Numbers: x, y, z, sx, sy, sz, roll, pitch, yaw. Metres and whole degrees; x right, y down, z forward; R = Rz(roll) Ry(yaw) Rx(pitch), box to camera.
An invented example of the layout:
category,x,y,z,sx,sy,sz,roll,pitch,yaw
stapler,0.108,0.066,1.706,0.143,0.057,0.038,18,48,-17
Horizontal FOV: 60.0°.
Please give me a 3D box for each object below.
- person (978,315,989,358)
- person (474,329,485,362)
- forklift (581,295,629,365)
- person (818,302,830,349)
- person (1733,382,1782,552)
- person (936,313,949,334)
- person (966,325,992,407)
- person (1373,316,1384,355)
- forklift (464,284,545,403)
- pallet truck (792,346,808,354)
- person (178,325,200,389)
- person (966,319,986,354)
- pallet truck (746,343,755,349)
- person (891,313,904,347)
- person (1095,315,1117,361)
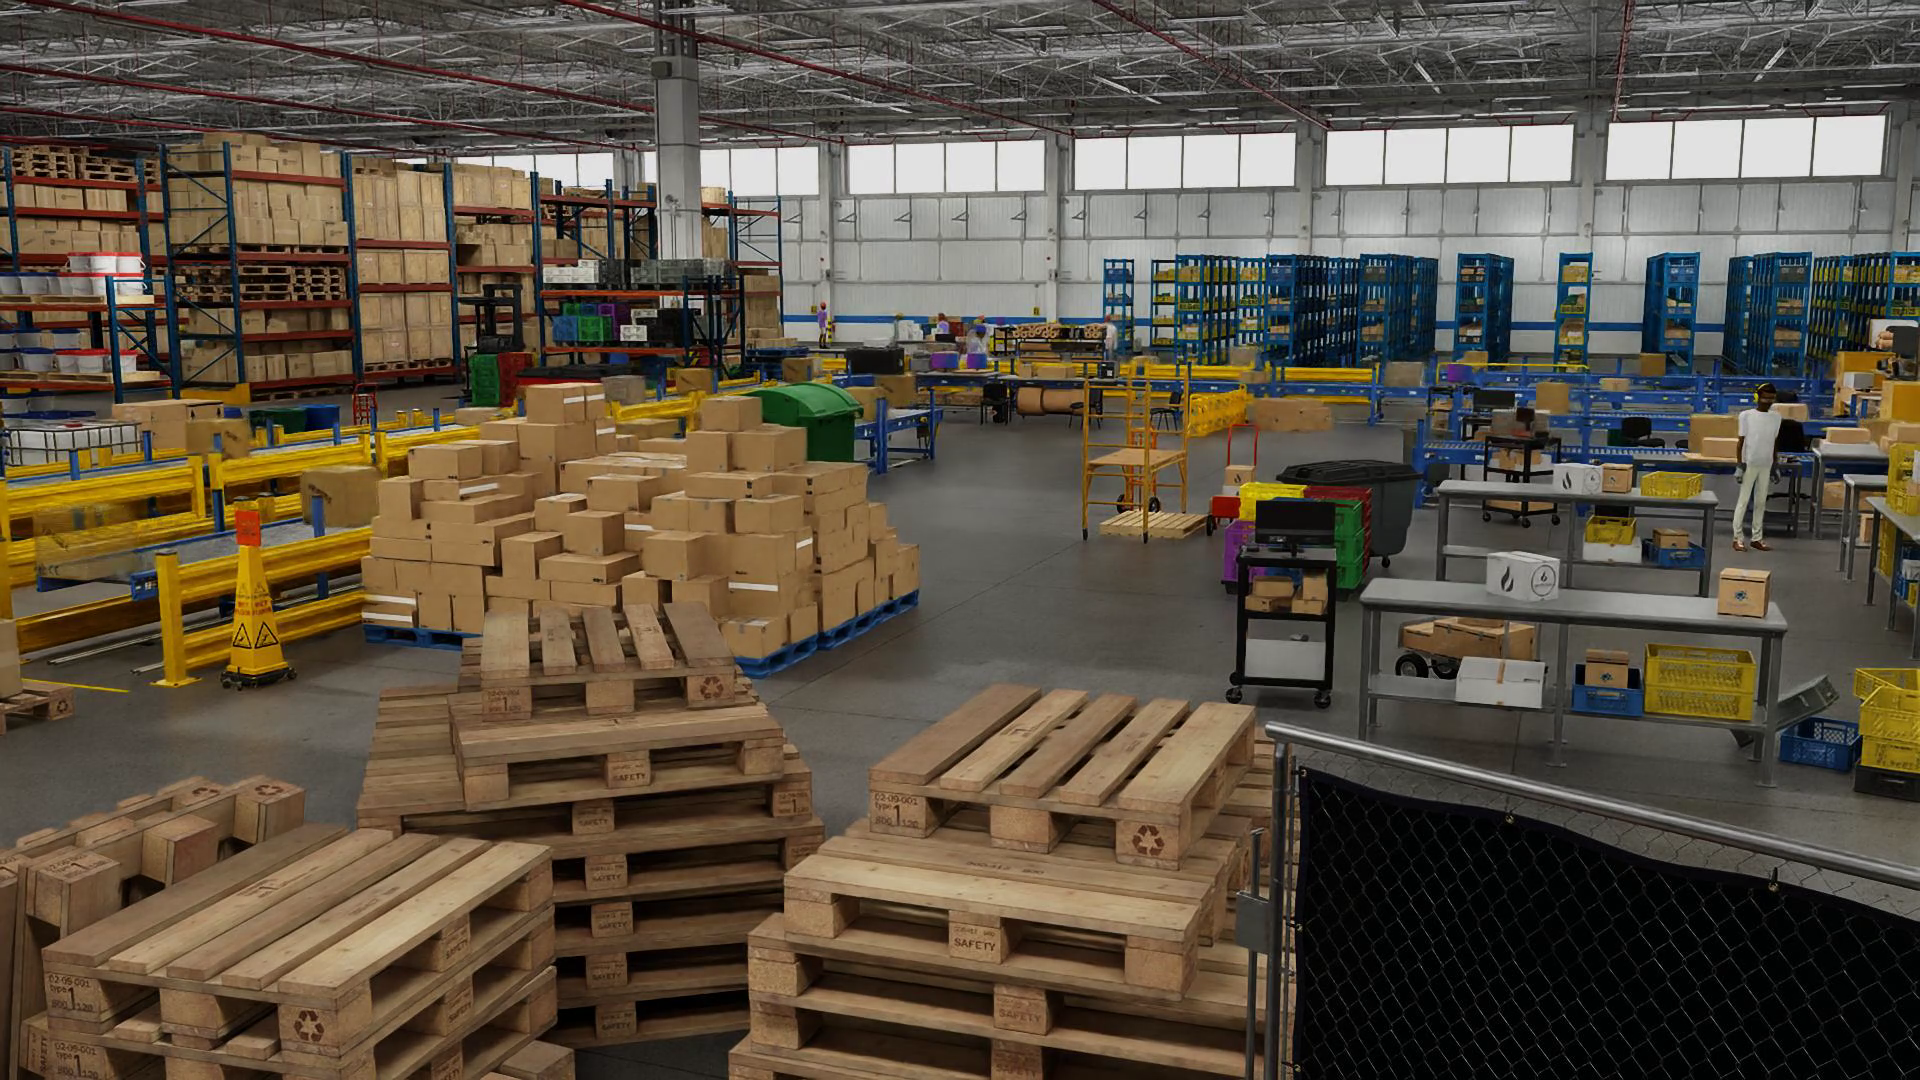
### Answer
category,x,y,z,sx,sy,sz,roll,pitch,yaw
person,0.760,-6.551,54.871,0.523,1.716,0.583,7,12,39
person,-12.027,-4.483,41.962,0.319,1.690,0.546,7,11,36
forklift,-10.300,-5.891,47.078,1.129,2.768,1.873,3,10,20
person,-5.570,-8.737,67.885,0.343,1.942,0.552,-8,12,-41
person,8.774,-0.796,18.269,0.520,1.865,0.328,-1,9,-7
person,-0.546,-6.301,52.894,0.373,1.843,0.572,6,11,32
person,0.520,-3.994,38.217,0.986,1.891,0.622,2,9,15
person,14.110,-6.732,55.780,0.603,1.787,0.834,7,11,36
forklift,-10.832,-4.702,39.610,1.129,2.768,1.873,3,10,20
pallet truck,-3.705,-4.298,42.022,0.653,1.274,1.630,3,10,20
person,-20.151,-4.723,43.260,0.528,1.750,0.612,5,11,30
person,0.464,-5.195,45.986,0.597,1.831,0.403,5,10,30
pallet truck,-6.183,-4.618,44.264,1.601,1.201,0.680,-9,12,-43
person,-2.271,-7.407,60.371,0.540,1.677,0.940,-9,12,-43
person,4.342,-5.737,49.366,0.634,1.860,1.028,-3,9,-17
